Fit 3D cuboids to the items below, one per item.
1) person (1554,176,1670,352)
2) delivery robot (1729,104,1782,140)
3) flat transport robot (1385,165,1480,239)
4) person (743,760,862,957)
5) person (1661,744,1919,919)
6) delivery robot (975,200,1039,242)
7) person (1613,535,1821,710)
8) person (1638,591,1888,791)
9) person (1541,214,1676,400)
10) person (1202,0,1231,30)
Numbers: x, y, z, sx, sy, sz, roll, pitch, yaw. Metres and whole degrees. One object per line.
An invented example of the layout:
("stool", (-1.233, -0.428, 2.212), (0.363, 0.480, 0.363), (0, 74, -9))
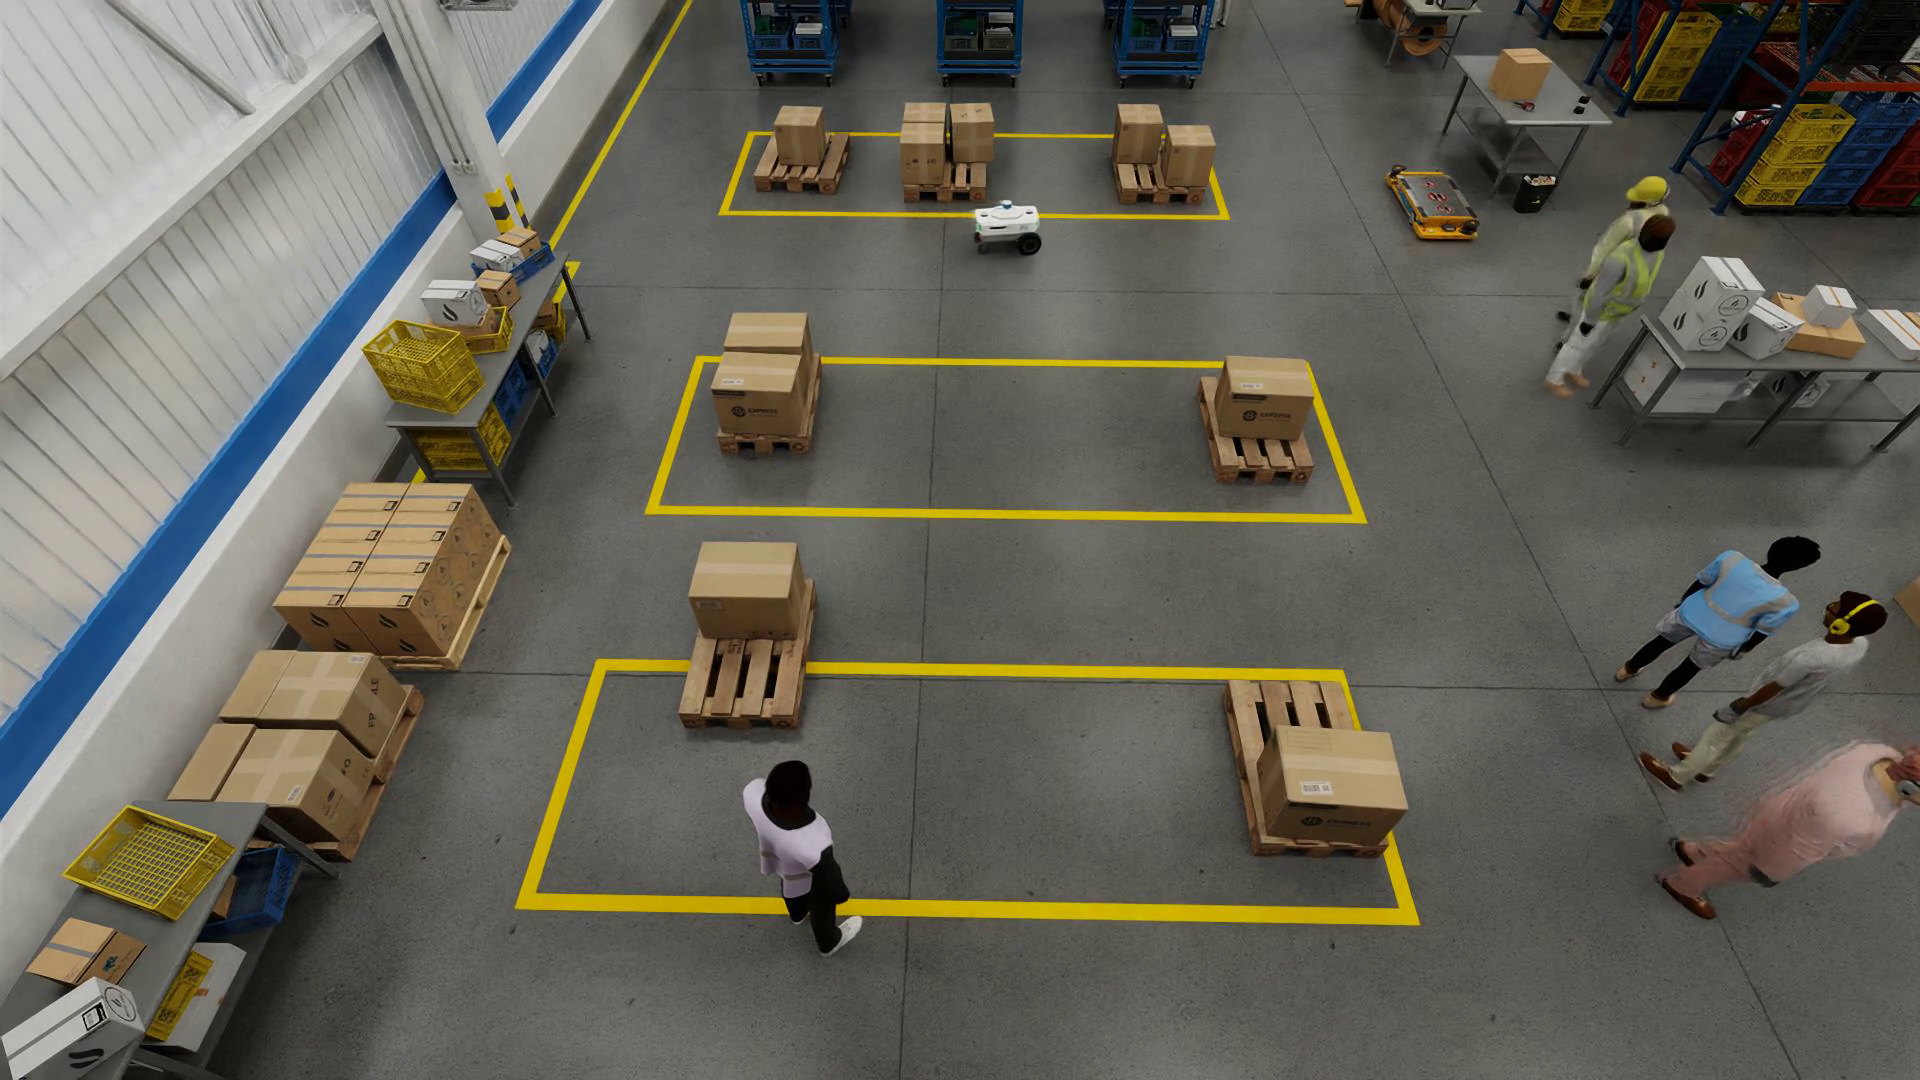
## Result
("person", (6.272, -2.665, 8.831), (0.660, 1.791, 0.636), (-16, 51, -13))
("delivery robot", (10.513, -5.424, 11.964), (0.707, 0.478, 0.477), (5, 49, 4))
("flat transport robot", (5.692, -4.094, 11.059), (0.652, 0.197, 1.431), (1, 49, 1))
("person", (-0.849, 1.742, 4.932), (0.591, 1.910, 0.376), (34, 57, 26))
("person", (4.605, 1.621, 5.042), (0.695, 1.898, 0.420), (-32, 56, -25))
("delivery robot", (0.525, -3.609, 10.393), (0.707, 0.478, 0.477), (-5, 49, -4))
("person", (5.005, 0.567, 6.094), (0.319, 1.687, 0.540), (-20, 52, -17))
("person", (4.936, 0.976, 5.634), (0.522, 1.856, 0.336), (-16, 51, -13))
("person", (5.883, -2.103, 8.309), (0.628, 1.842, 0.429), (-24, 53, -19))
("person", (4.136, -8.903, 14.322), (0.514, 1.639, 0.310), (-22, 53, -18))
